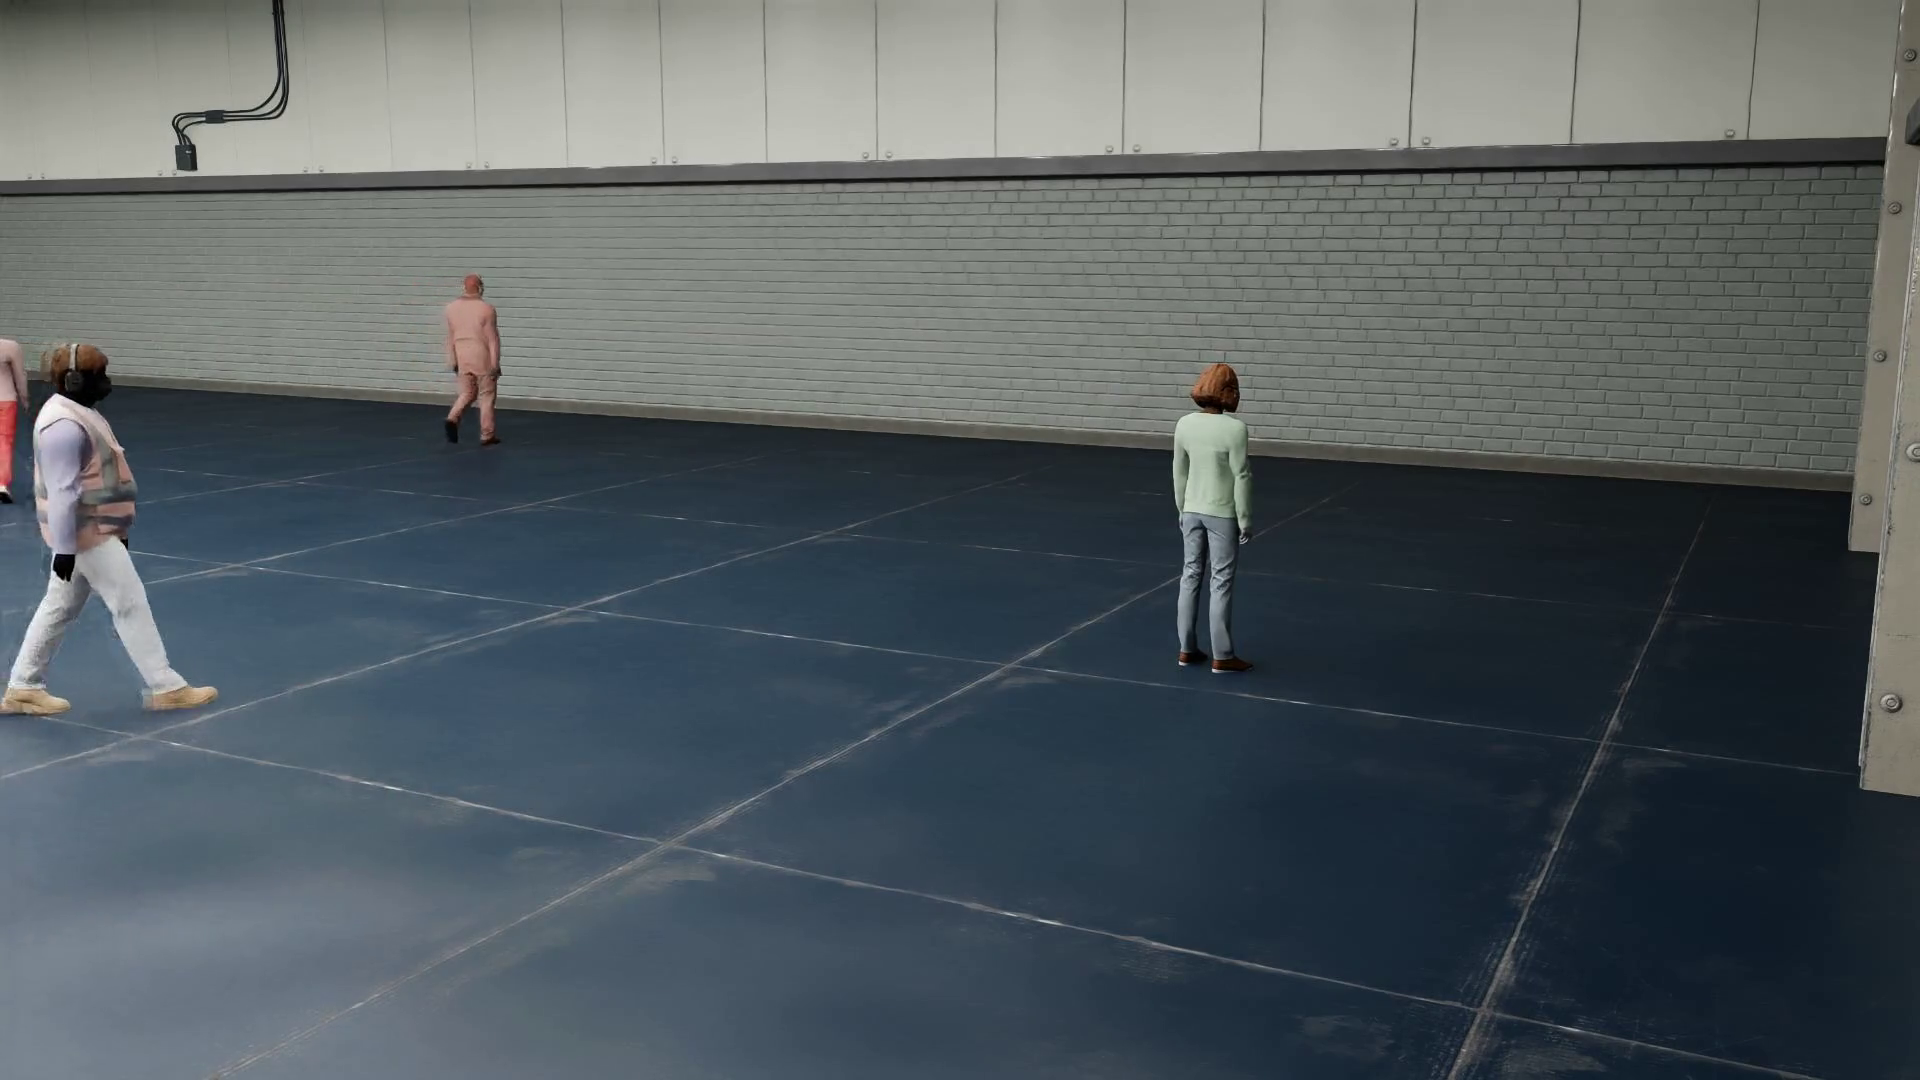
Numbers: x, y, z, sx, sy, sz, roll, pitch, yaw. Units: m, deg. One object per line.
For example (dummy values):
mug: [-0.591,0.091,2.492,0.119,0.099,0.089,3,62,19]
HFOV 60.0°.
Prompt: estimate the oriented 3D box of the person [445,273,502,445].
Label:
person: [-5.309,-1.950,18.109,0.648,1.887,0.630,4,11,21]

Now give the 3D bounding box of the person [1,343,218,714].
person: [-4.175,-0.040,7.947,0.950,1.798,0.641,-4,11,-22]

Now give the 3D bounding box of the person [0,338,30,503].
person: [-8.385,-1.192,14.412,0.519,1.722,0.923,-3,11,-18]

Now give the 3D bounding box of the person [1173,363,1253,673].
person: [1.338,-0.116,8.788,0.285,1.632,0.498,-9,14,-40]
